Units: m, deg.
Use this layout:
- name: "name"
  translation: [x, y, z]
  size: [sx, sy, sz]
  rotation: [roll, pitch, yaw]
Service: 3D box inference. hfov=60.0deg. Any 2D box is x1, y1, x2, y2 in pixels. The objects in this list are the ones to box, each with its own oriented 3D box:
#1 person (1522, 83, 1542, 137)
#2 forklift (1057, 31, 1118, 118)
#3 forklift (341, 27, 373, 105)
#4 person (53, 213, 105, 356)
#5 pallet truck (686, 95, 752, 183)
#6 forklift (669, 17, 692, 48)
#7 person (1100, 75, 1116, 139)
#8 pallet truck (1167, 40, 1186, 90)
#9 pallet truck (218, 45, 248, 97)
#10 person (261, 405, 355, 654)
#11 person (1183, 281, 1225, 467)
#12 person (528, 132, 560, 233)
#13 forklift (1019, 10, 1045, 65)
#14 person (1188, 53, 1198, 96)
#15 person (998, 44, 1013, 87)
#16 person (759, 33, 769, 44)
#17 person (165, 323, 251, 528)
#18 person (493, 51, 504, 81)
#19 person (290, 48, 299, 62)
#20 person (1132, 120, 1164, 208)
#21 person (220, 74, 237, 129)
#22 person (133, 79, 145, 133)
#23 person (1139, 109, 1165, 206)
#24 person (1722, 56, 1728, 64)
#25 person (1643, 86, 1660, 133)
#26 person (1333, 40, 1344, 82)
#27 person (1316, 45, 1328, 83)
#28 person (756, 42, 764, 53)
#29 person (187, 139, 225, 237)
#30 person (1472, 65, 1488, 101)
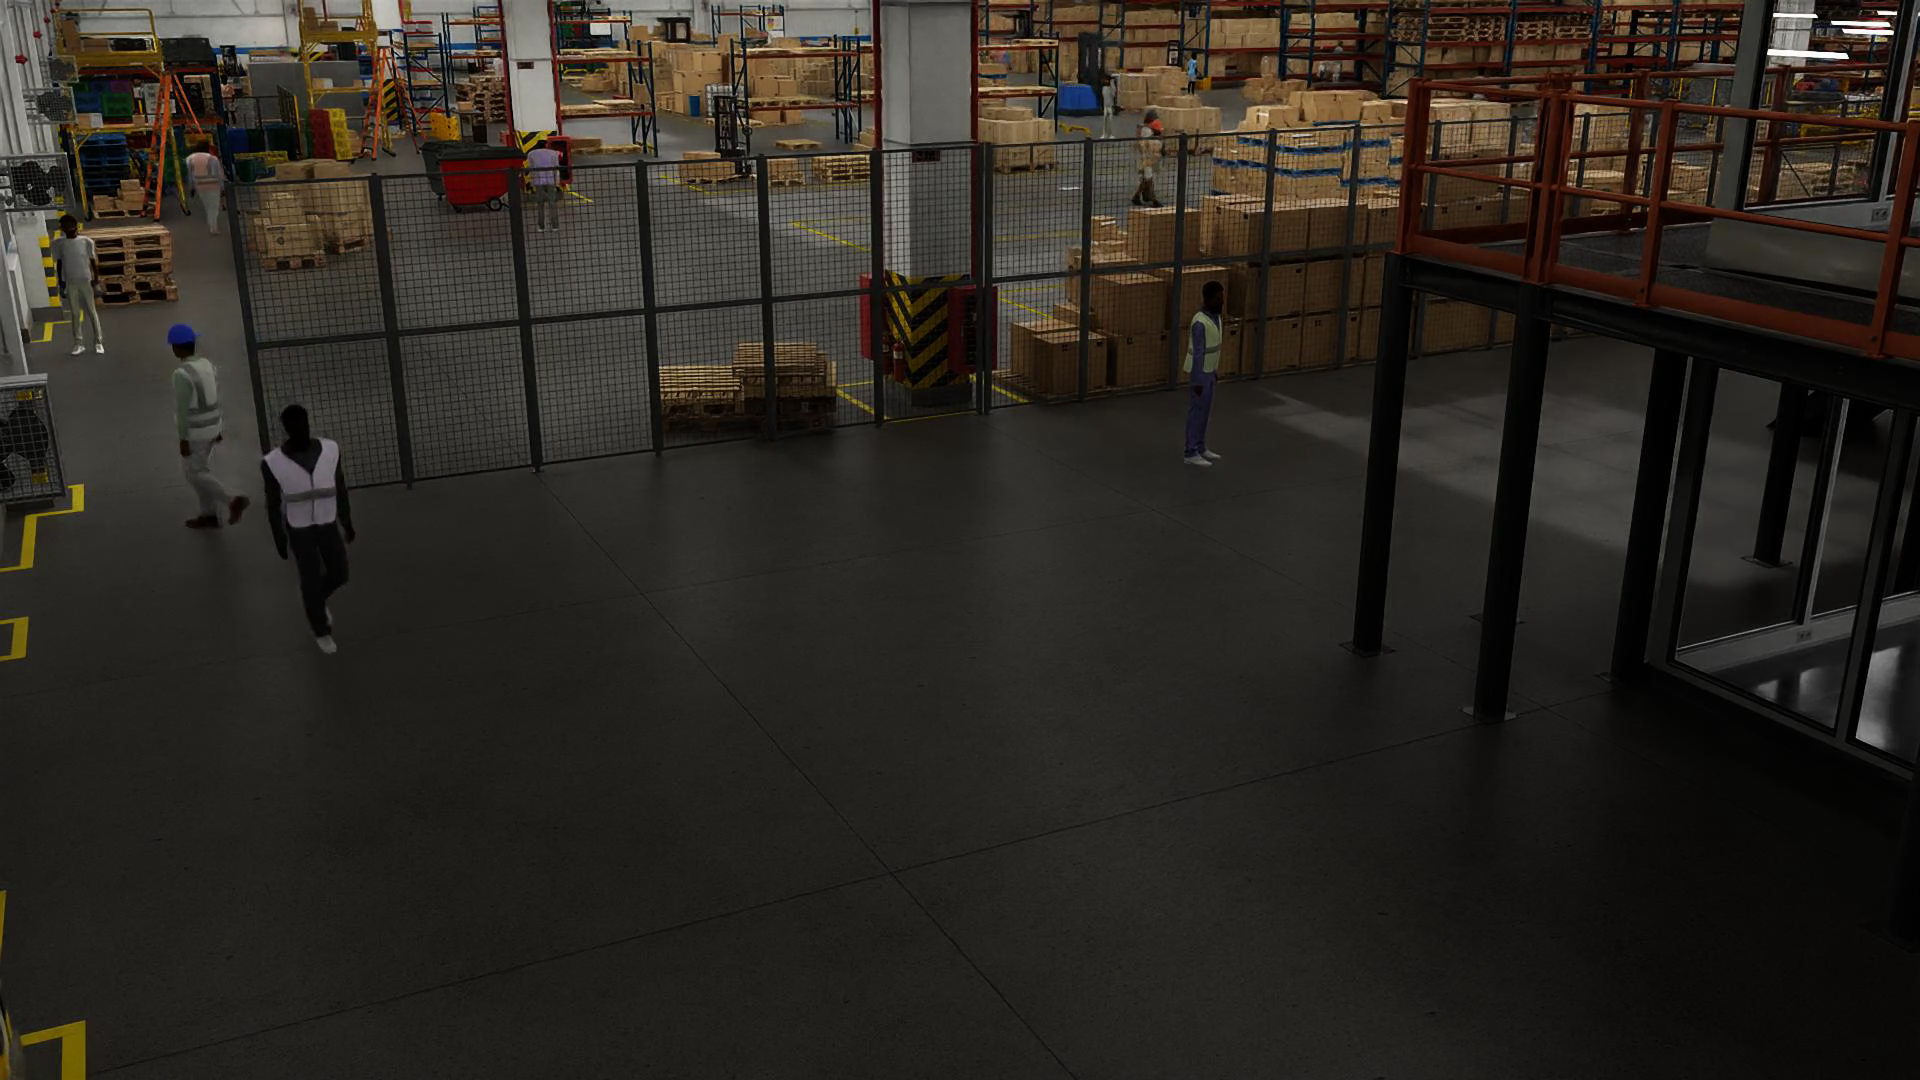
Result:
- name: "person"
  translation: [17.327, -12.911, 50.031]
  size: [0.836, 1.596, 0.525]
  rotation: [14, 23, 34]
- name: "forklift"
  translation: [4.326, -15.901, 56.764]
  size: [1.873, 2.768, 1.129]
  rotation: [-9, 21, -25]
- name: "forklift"
  translation: [-22.275, -17.346, 60.954]
  size: [1.873, 2.768, 1.129]
  rotation: [-9, 21, -25]
- name: "person"
  translation: [-11.658, -3.379, 21.993]
  size: [0.510, 1.871, 0.328]
  rotation: [-6, 20, -17]
- name: "pallet truck"
  translation: [-5.836, -9.608, 39.856]
  size: [0.823, 1.965, 1.885]
  rotation: [10, 22, 27]
- name: "forklift"
  translation: [-12.147, -21.397, 72.696]
  size: [1.129, 2.768, 1.873]
  rotation: [-16, 25, -39]
- name: "person"
  translation: [4.433, -12.936, 49.717]
  size: [0.512, 1.860, 0.325]
  rotation: [14, 24, 35]
- name: "pallet truck"
  translation: [9.045, -19.971, 69.895]
  size: [0.823, 1.965, 1.885]
  rotation: [-3, 19, -8]
- name: "pallet truck"
  translation: [-28.879, -18.665, 66.111]
  size: [0.823, 1.965, 1.885]
  rotation: [-3, 19, -9]
- name: "person"
  translation: [-4.880, -0.111, 12.473]
  size: [0.608, 1.898, 0.545]
  rotation: [-17, 26, -41]
- name: "person"
  translation: [2.500, -1.716, 17.112]
  size: [0.383, 1.915, 0.596]
  rotation: [8, 21, 22]
- name: "person"
  translation: [-8.036, -6.917, 32.183]
  size: [0.581, 1.919, 0.394]
  rotation: [-7, 20, -20]
- name: "forklift"
  translation: [3.327, -25.454, 84.456]
  size: [1.873, 2.768, 1.129]
  rotation: [-9, 21, -25]
- name: "person"
  translation: [9.248, -18.497, 66.079]
  size: [0.321, 1.695, 0.529]
  rotation: [-10, 21, -26]
- name: "person"
  translation: [1.976, -20.006, 70.290]
  size: [0.887, 1.806, 0.633]
  rotation: [-9, 21, -25]
- name: "person"
  translation: [-9.259, -22.986, 78.727]
  size: [0.739, 1.939, 0.615]
  rotation: [9, 21, 25]
- name: "person"
  translation: [-6.833, -1.001, 15.013]
  size: [0.560, 1.920, 0.636]
  rotation: [-1, 19, -2]
- name: "person"
  translation: [-17.240, -17.369, 62.442]
  size: [0.636, 1.936, 0.354]
  rotation: [18, 26, 42]
- name: "person"
  translation: [-26.250, -18.467, 65.730]
  size: [1.022, 1.876, 0.600]
  rotation: [-6, 20, -18]
- name: "person"
  translation: [4.030, -8.011, 35.443]
  size: [0.559, 1.874, 1.060]
  rotation: [-16, 25, -38]
- name: "person"
  translation: [-23.174, -13.842, 52.577]
  size: [0.538, 1.700, 0.317]
  rotation: [3, 19, 8]
- name: "person"
  translation: [-25.350, -13.402, 51.411]
  size: [0.518, 1.633, 0.313]
  rotation: [5, 20, 13]
- name: "person"
  translation: [4.136, -8.255, 35.868]
  size: [0.538, 2.000, 0.683]
  rotation: [3, 19, 8]
- name: "person"
  translation: [29.236, -17.647, 63.646]
  size: [0.568, 1.678, 0.535]
  rotation: [-10, 21, -27]
- name: "person"
  translation: [20.154, -12.453, 48.663]
  size: [0.513, 1.617, 0.466]
  rotation: [3, 19, 10]
- name: "person"
  translation: [16.247, -20.445, 71.357]
  size: [0.358, 1.938, 0.636]
  rotation: [-4, 20, -12]
- name: "person"
  translation: [14.697, -19.112, 67.569]
  size: [0.976, 1.882, 0.569]
  rotation: [-10, 22, -28]
- name: "person"
  translation: [-8.276, -19.735, 69.301]
  size: [0.352, 1.937, 0.635]
  rotation: [5, 20, 15]
- name: "person"
  translation: [-14.336, -6.754, 31.858]
  size: [0.650, 1.812, 0.744]
  rotation: [2, 19, 4]
- name: "person"
  translation: [16.539, -14.115, 52.984]
  size: [0.699, 1.949, 0.658]
  rotation: [-8, 20, -21]
